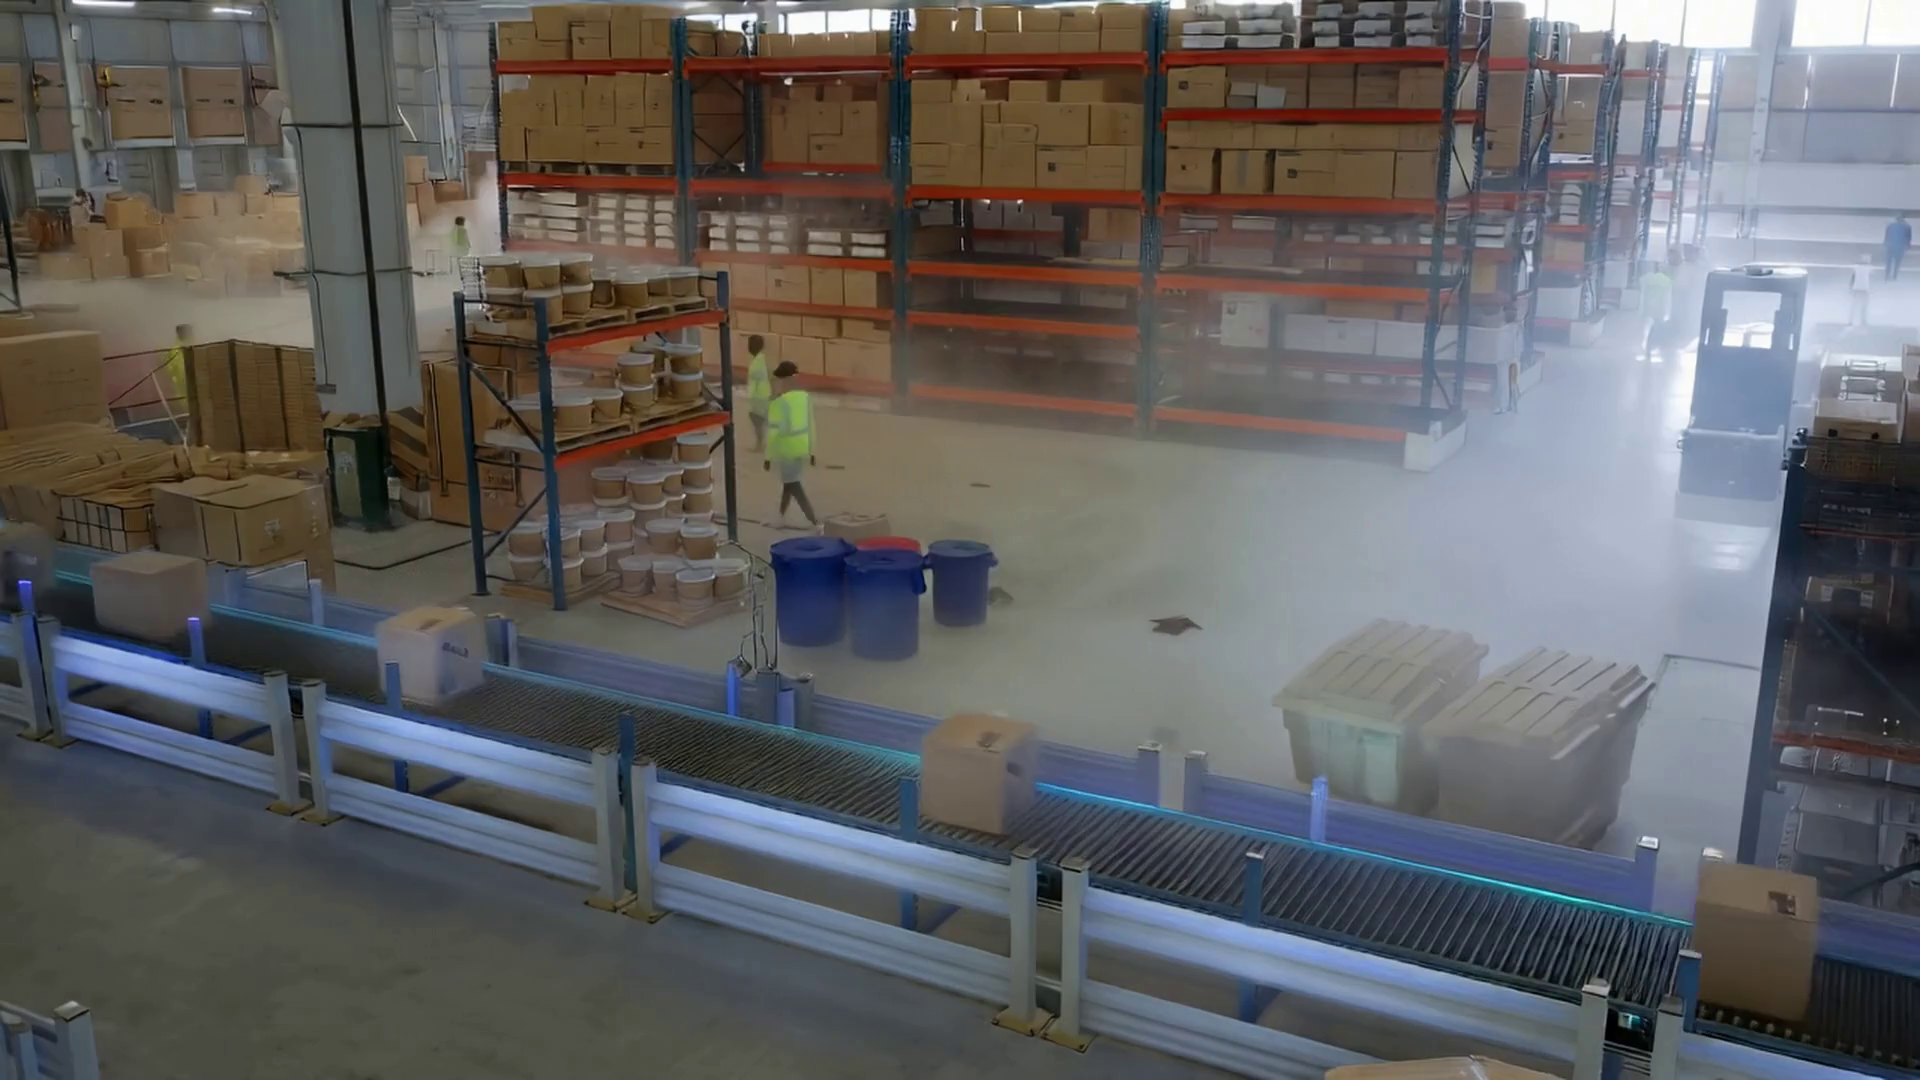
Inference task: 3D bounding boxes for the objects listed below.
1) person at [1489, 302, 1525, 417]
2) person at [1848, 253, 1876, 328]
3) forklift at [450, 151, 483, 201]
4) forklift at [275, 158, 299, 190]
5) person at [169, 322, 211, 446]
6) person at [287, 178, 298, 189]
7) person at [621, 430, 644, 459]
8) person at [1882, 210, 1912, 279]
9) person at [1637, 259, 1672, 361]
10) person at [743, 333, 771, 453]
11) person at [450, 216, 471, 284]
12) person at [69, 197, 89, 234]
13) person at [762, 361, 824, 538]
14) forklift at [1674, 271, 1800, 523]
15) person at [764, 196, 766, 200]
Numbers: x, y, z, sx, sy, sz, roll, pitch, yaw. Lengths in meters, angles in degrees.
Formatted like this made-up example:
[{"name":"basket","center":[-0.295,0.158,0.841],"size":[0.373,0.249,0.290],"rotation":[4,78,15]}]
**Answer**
[{"name":"person","center":[8.480,-2.795,25.742],"size":[0.525,1.769,0.308],"rotation":[-9,17,-29]},{"name":"person","center":[19.339,-5.355,35.683],"size":[0.524,1.582,0.839],"rotation":[13,20,41]},{"name":"forklift","center":[-18.740,-13.643,64.388],"size":[1.873,2.768,1.129],"rotation":[0,15,1]},{"name":"forklift","center":[-22.628,-11.539,56.478],"size":[1.873,2.768,1.129],"rotation":[8,17,28]},{"name":"person","center":[-10.385,-1.997,22.495],"size":[0.477,1.888,0.670],"rotation":[-5,16,-20]},{"name":"person","center":[-27.231,-14.113,67.999],"size":[0.588,1.919,0.399],"rotation":[-11,18,-36]},{"name":"person","center":[-3.826,-1.201,20.068],"size":[0.751,1.610,0.508],"rotation":[11,19,36]},{"name":"person","center":[25.432,-8.025,45.187],"size":[0.652,1.878,0.812],"rotation":[8,17,29]},{"name":"person","center":[13.038,-4.305,31.171],"size":[0.399,1.899,0.646],"rotation":[-9,17,-30]},{"name":"person","center":[-2.714,-2.009,22.954],"size":[0.559,1.680,0.546],"rotation":[0,15,0]},{"name":"person","center":[-13.018,-7.542,43.463],"size":[0.656,1.831,0.430],"rotation":[12,19,37]},{"name":"person","center":[-26.714,-9.480,50.589],"size":[0.634,1.917,0.740],"rotation":[5,16,20]},{"name":"person","center":[-1.865,-0.998,18.560],"size":[1.032,1.999,0.624],"rotation":[12,19,39]},{"name":"forklift","center":[9.269,-1.763,19.726],"size":[1.129,2.768,1.873],"rotation":[8,17,27]},{"name":"person","center":[-6.563,-10.620,55.376],"size":[0.547,1.648,0.867],"rotation":[5,16,16]}]
